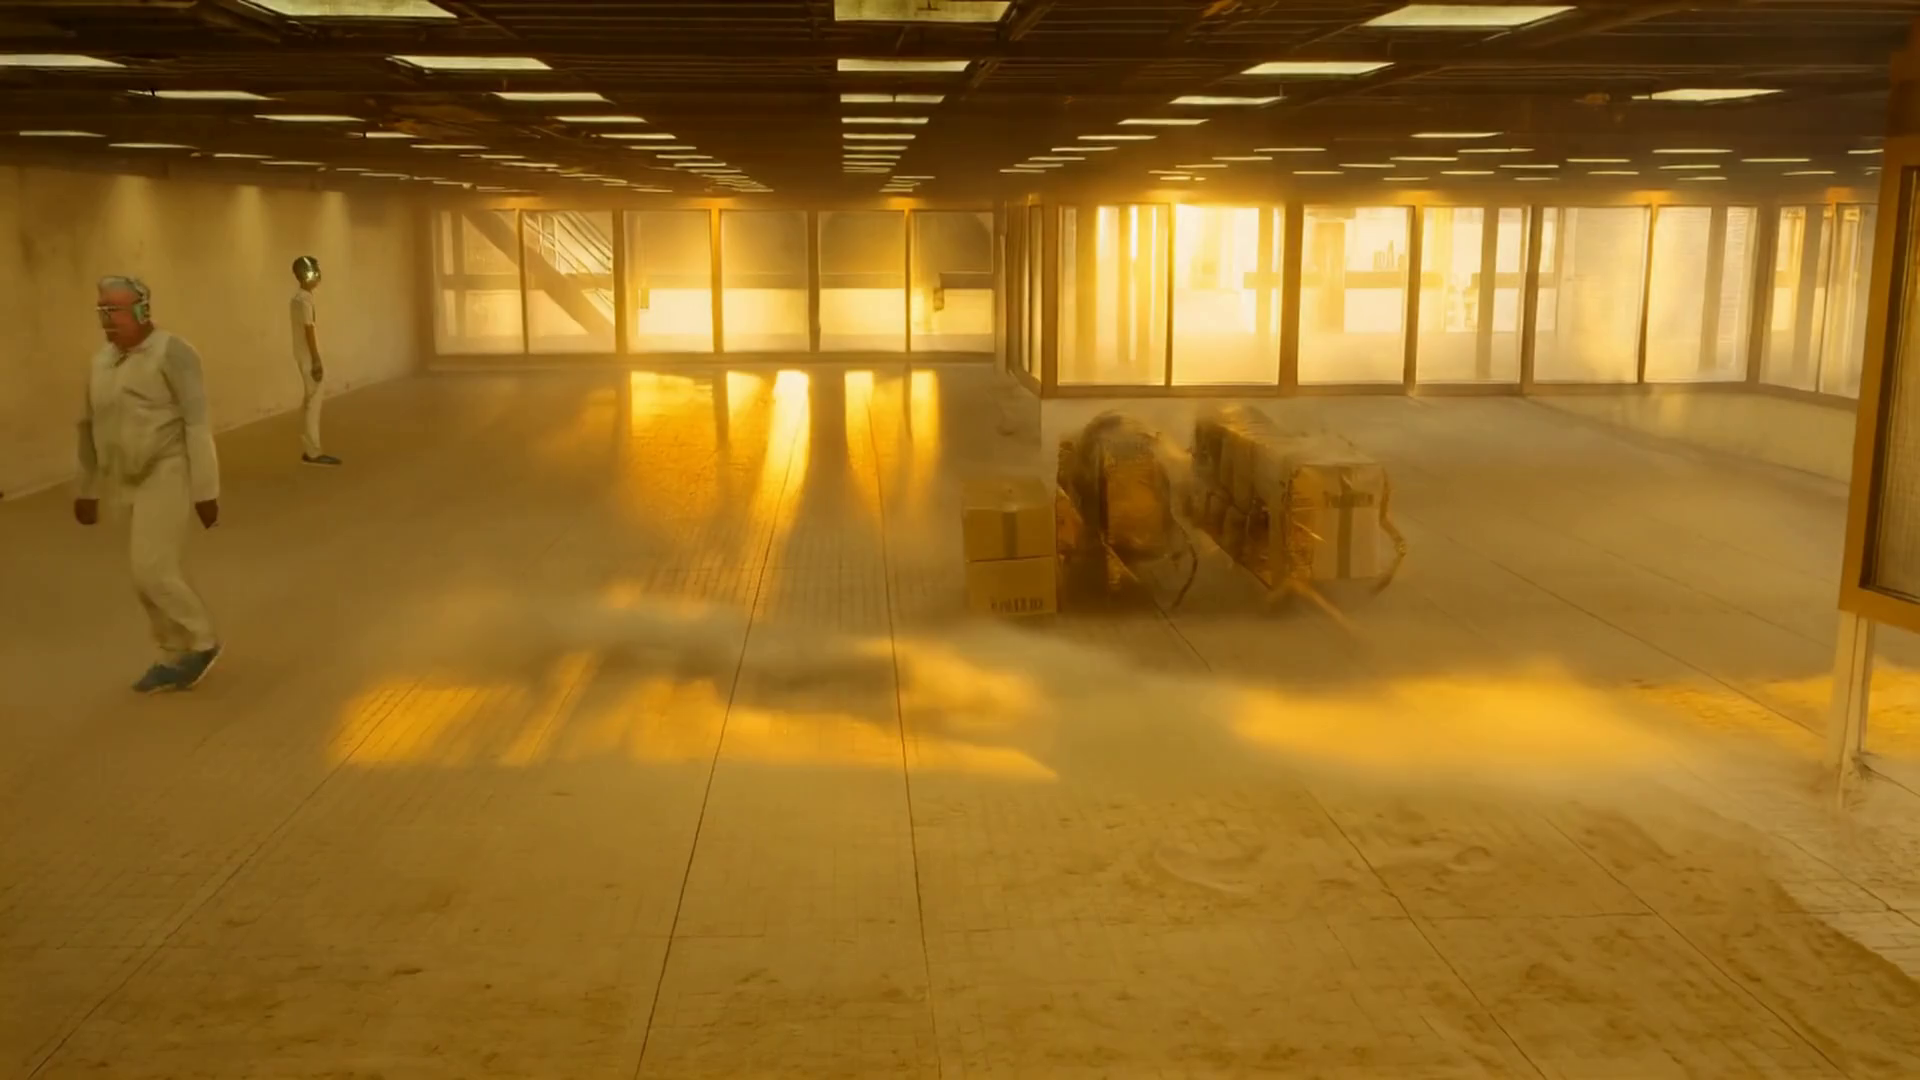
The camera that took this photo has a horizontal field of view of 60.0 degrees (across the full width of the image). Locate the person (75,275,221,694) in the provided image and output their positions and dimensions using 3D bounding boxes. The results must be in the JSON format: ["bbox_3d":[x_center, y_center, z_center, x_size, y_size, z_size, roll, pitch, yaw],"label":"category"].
[{"bbox_3d":[-3.662,-0.229,7.477,0.659,1.895,0.435,5,12,27],"label":"person"}]

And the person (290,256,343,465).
[{"bbox_3d":[-5.802,-1.603,14.924,0.323,1.876,0.528,-6,12,-29],"label":"person"}]
